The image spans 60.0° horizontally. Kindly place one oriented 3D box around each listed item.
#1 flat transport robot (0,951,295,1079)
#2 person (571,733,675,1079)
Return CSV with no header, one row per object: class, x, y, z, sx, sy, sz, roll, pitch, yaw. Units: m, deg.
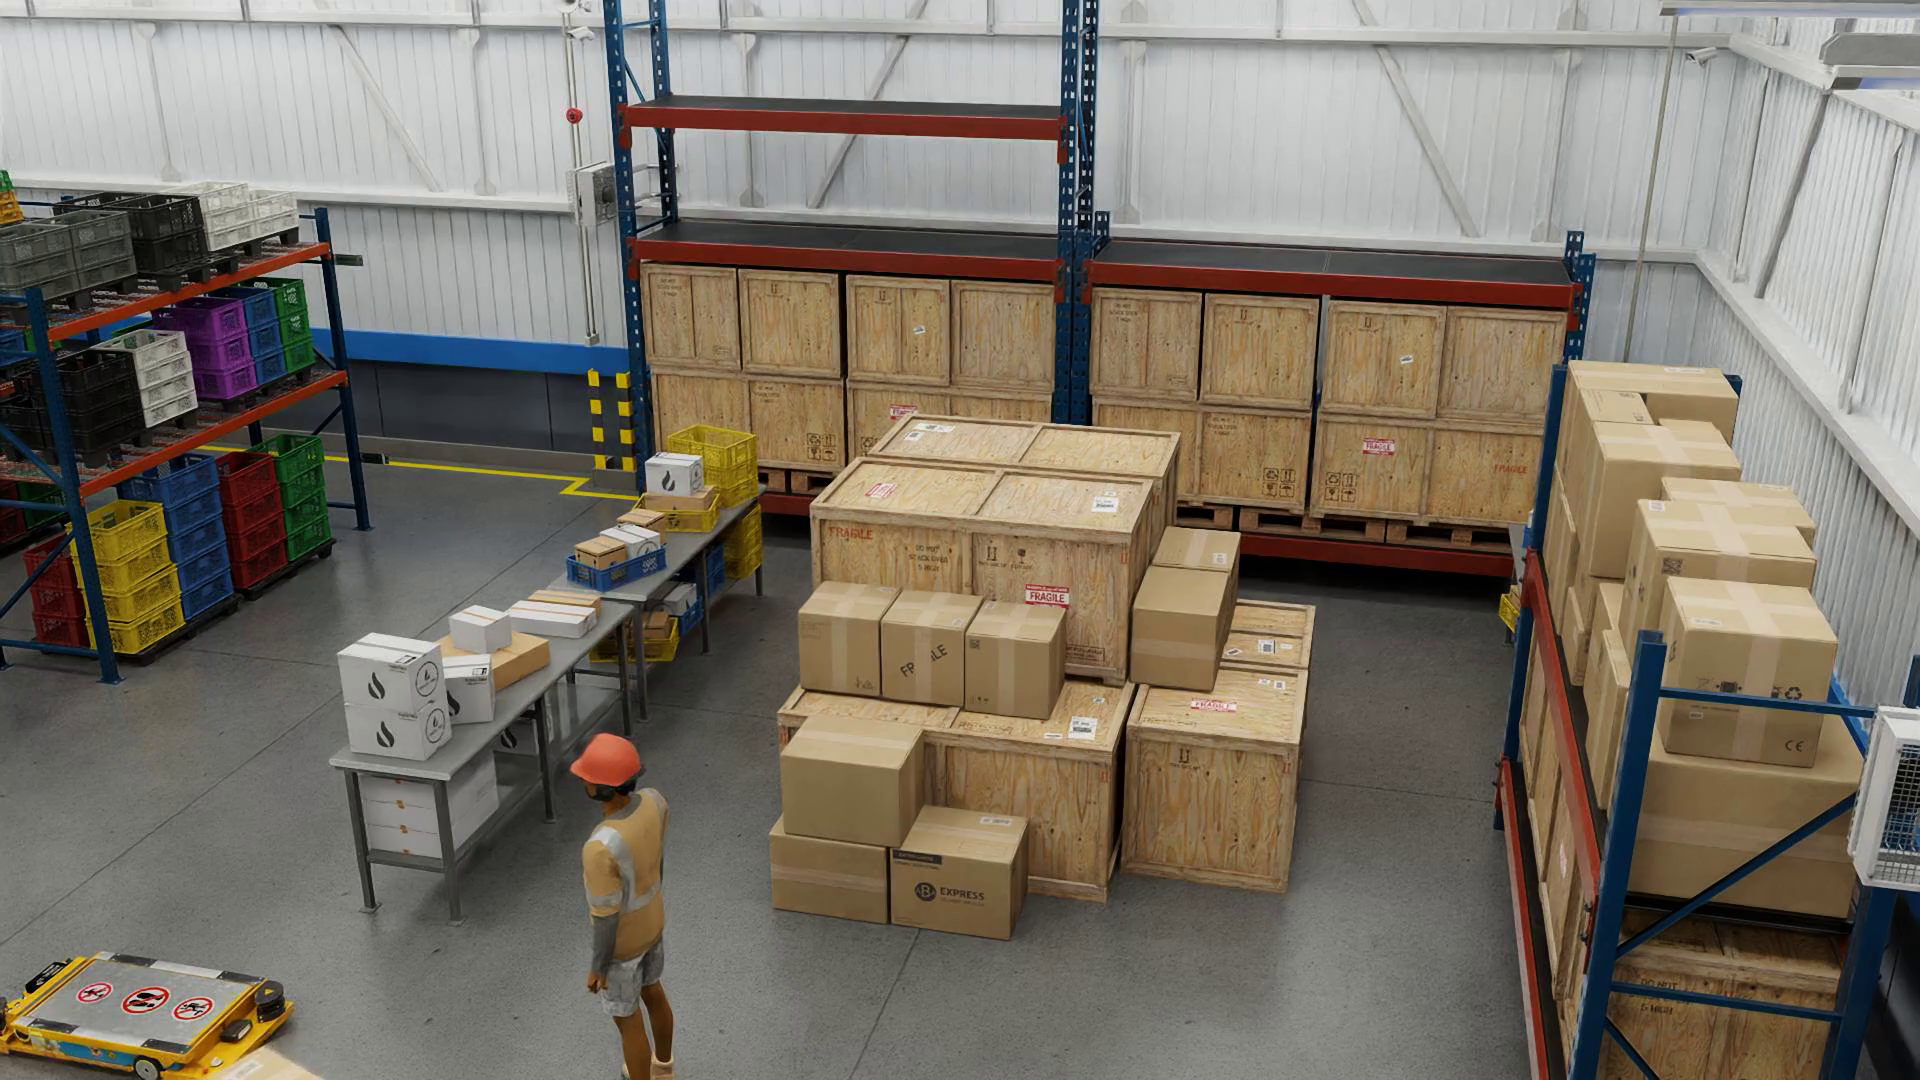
flat transport robot,-4.270,2.464,8.601,1.431,0.231,0.659,5,22,13
person,-1.573,1.825,7.784,0.366,2.048,0.605,6,22,16
